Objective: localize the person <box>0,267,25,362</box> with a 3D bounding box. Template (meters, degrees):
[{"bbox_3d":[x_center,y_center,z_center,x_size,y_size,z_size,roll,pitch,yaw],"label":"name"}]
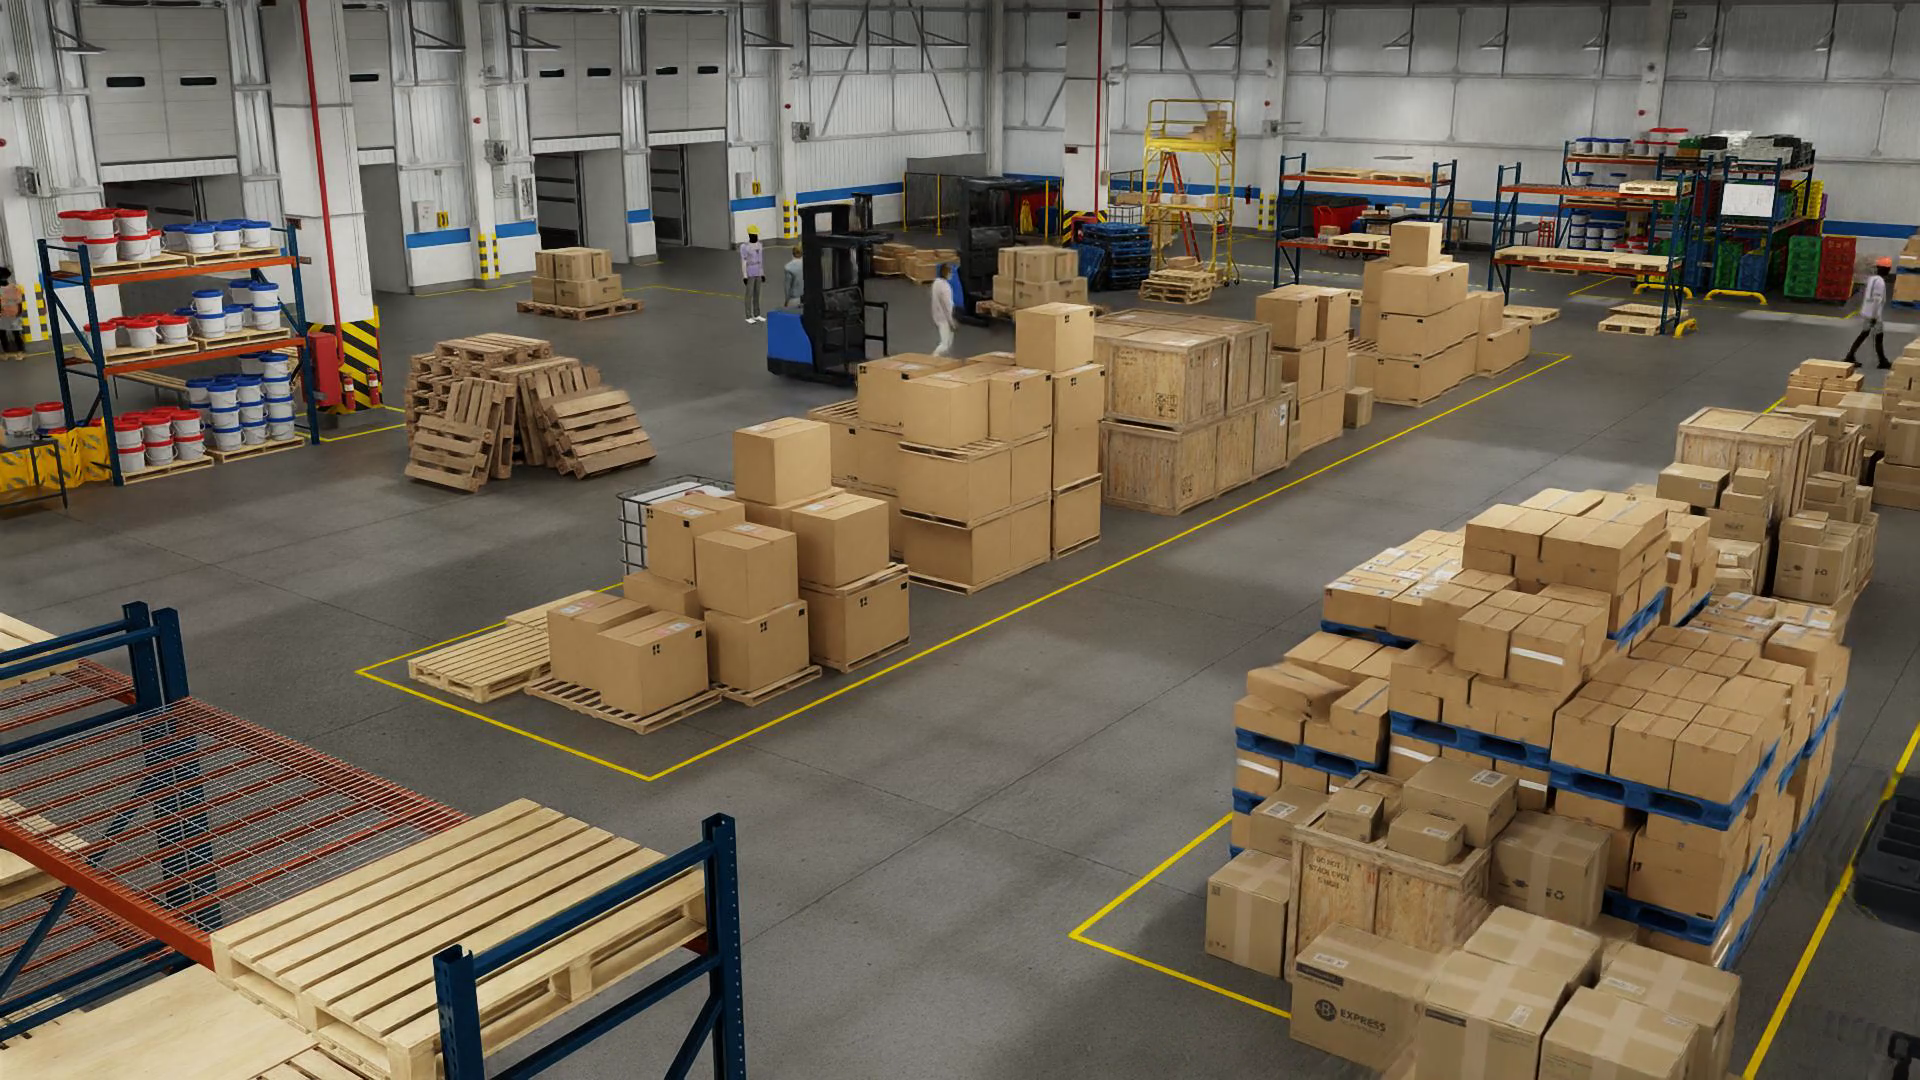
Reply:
[{"bbox_3d":[-16.393,-3.889,28.712,0.558,1.658,0.486,0,17,1],"label":"person"}]

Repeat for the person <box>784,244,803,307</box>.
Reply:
[{"bbox_3d":[-2.844,-4.309,29.670,0.634,1.930,0.384,-10,19,-29],"label":"person"}]

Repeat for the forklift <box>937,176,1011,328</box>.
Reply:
[{"bbox_3d":[0.430,-5.728,32.741,1.129,2.768,1.873,-10,20,-30],"label":"forklift"}]

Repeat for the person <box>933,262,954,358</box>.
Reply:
[{"bbox_3d":[-0.273,-3.639,27.461,0.496,1.927,0.695,-4,17,-13],"label":"person"}]

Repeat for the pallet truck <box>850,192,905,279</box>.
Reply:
[{"bbox_3d":[-1.936,-7.159,38.982,1.885,1.965,0.823,-12,21,-34],"label":"pallet truck"}]

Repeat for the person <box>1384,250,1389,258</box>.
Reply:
[{"bbox_3d":[7.896,-4.568,30.957,0.833,1.655,0.533,6,18,18],"label":"person"}]

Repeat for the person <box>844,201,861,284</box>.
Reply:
[{"bbox_3d":[-2.513,-6.643,37.396,0.587,1.927,0.367,-2,17,-5],"label":"person"}]

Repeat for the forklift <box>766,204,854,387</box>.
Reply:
[{"bbox_3d":[-2.203,-4.067,27.241,1.873,2.768,1.129,12,21,35],"label":"forklift"}]

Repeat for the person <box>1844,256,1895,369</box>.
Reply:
[{"bbox_3d":[15.525,-3.850,28.195,0.819,1.903,0.564,3,17,10],"label":"person"}]

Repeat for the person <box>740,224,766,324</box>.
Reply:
[{"bbox_3d":[-4.060,-5.249,32.777,0.367,1.926,0.594,11,20,33],"label":"person"}]
